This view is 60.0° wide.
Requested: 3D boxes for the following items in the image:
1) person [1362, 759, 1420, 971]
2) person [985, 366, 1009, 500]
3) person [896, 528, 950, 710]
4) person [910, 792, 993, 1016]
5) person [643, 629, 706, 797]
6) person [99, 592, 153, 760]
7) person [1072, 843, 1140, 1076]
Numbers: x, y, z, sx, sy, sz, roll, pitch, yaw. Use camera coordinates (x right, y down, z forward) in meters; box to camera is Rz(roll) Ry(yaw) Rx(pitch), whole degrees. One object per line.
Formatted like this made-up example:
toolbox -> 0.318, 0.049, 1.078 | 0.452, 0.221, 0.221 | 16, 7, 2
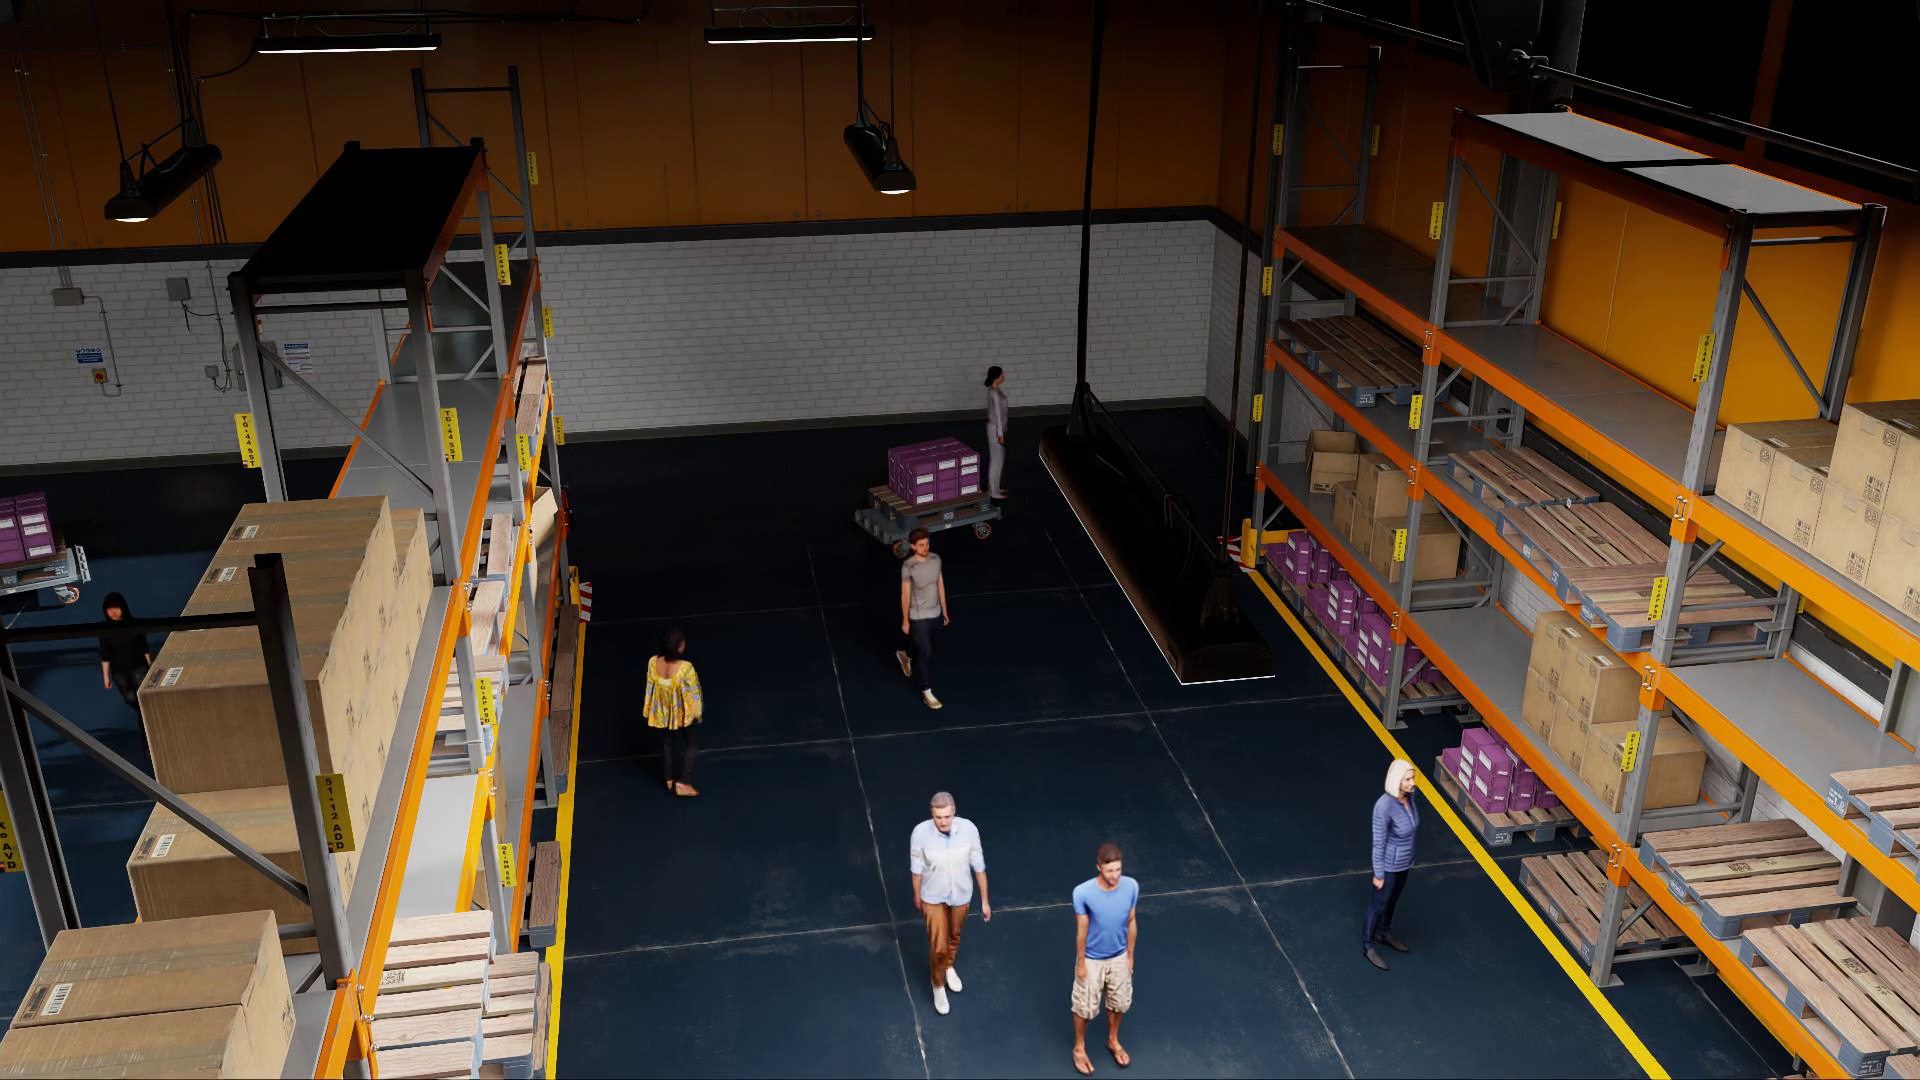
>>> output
person -> 3.333, 2.465, 12.872 | 0.747, 1.745, 0.728 | 22, 32, 40
person -> 0.464, -1.415, 21.711 | 0.670, 1.774, 0.503 | -1, 24, -3
person -> -0.404, 0.724, 16.694 | 0.995, 1.874, 1.165 | -19, 30, -36
person -> -0.132, 2.603, 12.490 | 0.772, 1.798, 0.812 | -9, 25, -20
person -> -2.566, 1.571, 15.034 | 0.854, 1.650, 0.903 | 4, 24, 9
person -> -7.919, 1.224, 15.876 | 0.710, 1.612, 1.090 | -8, 25, -18
person -> 1.004, 2.907, 11.718 | 0.640, 1.859, 0.576 | -6, 24, -13
